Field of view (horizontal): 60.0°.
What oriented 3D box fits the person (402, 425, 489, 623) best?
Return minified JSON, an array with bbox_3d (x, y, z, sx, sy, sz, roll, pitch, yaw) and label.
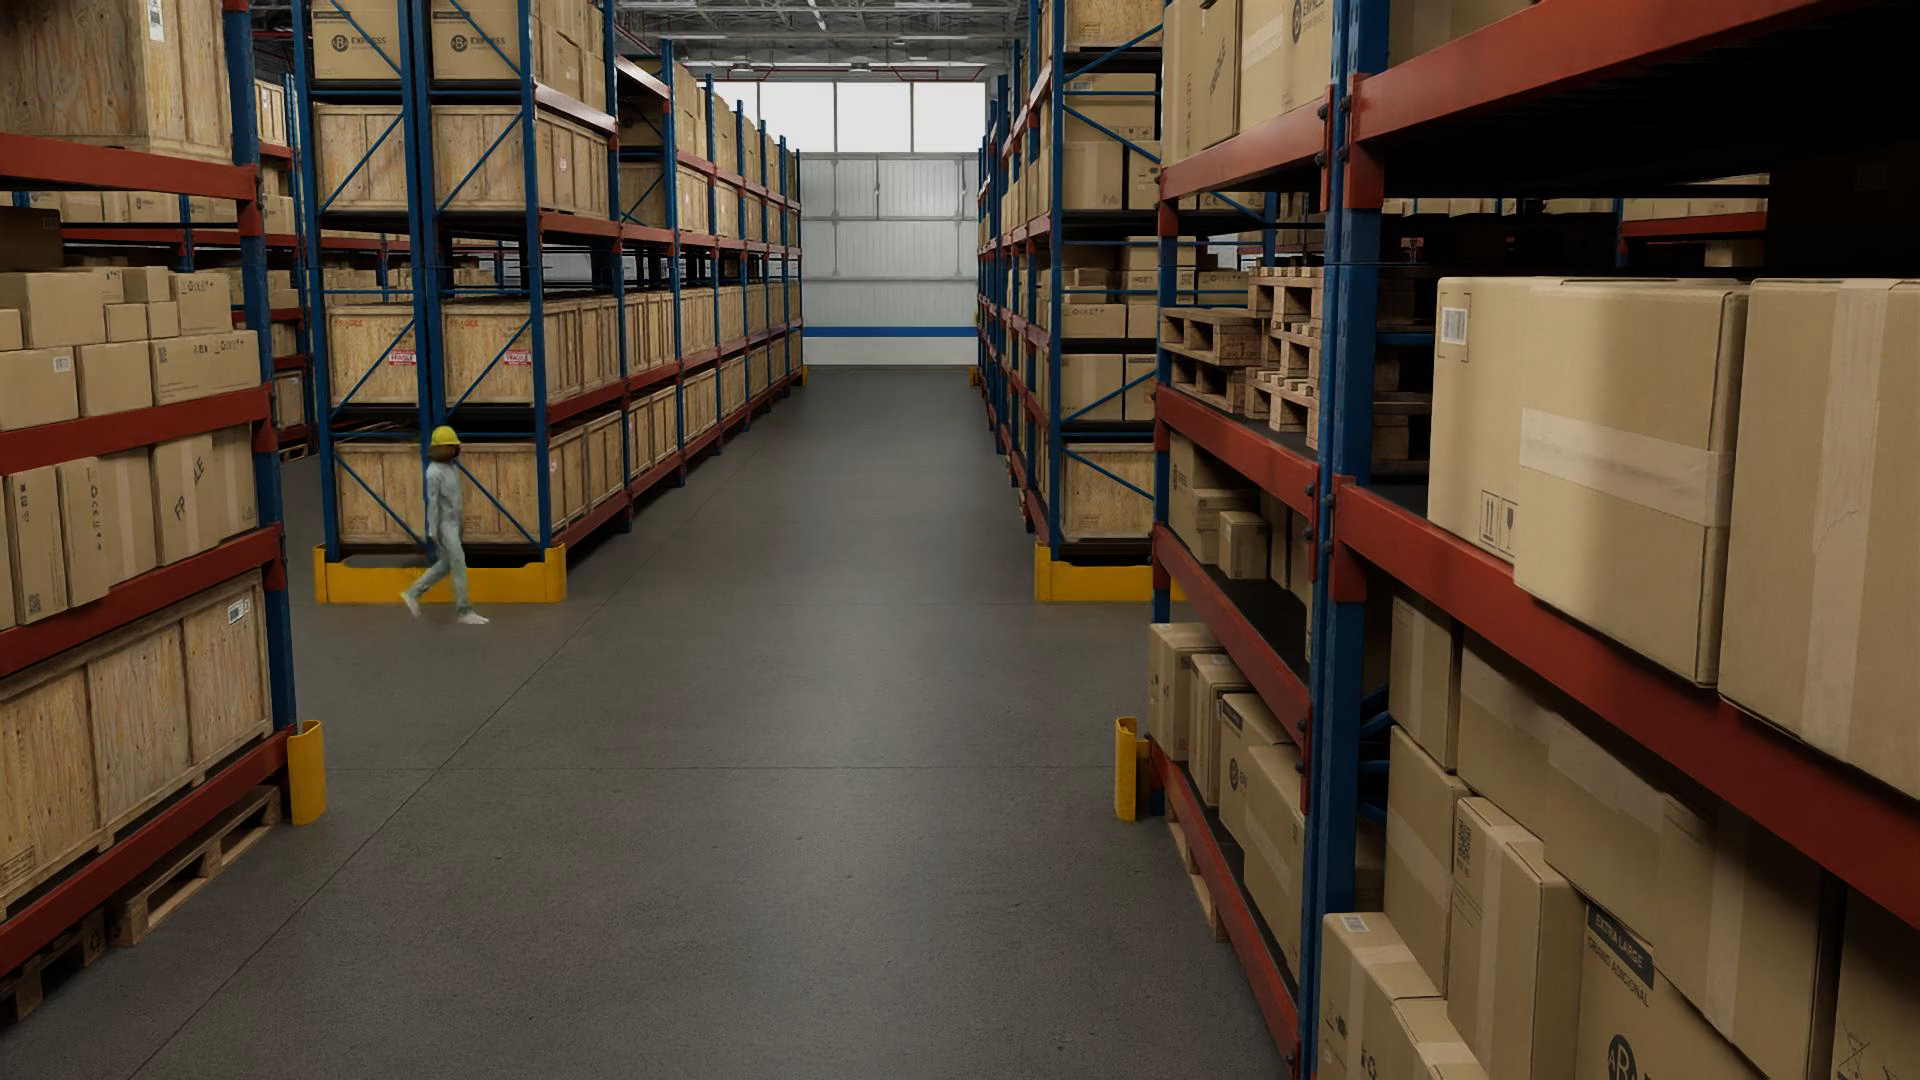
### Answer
[{"bbox_3d":[-4.447,-0.133,14.225,0.733,1.717,0.492,1,9,4],"label":"person"}]
